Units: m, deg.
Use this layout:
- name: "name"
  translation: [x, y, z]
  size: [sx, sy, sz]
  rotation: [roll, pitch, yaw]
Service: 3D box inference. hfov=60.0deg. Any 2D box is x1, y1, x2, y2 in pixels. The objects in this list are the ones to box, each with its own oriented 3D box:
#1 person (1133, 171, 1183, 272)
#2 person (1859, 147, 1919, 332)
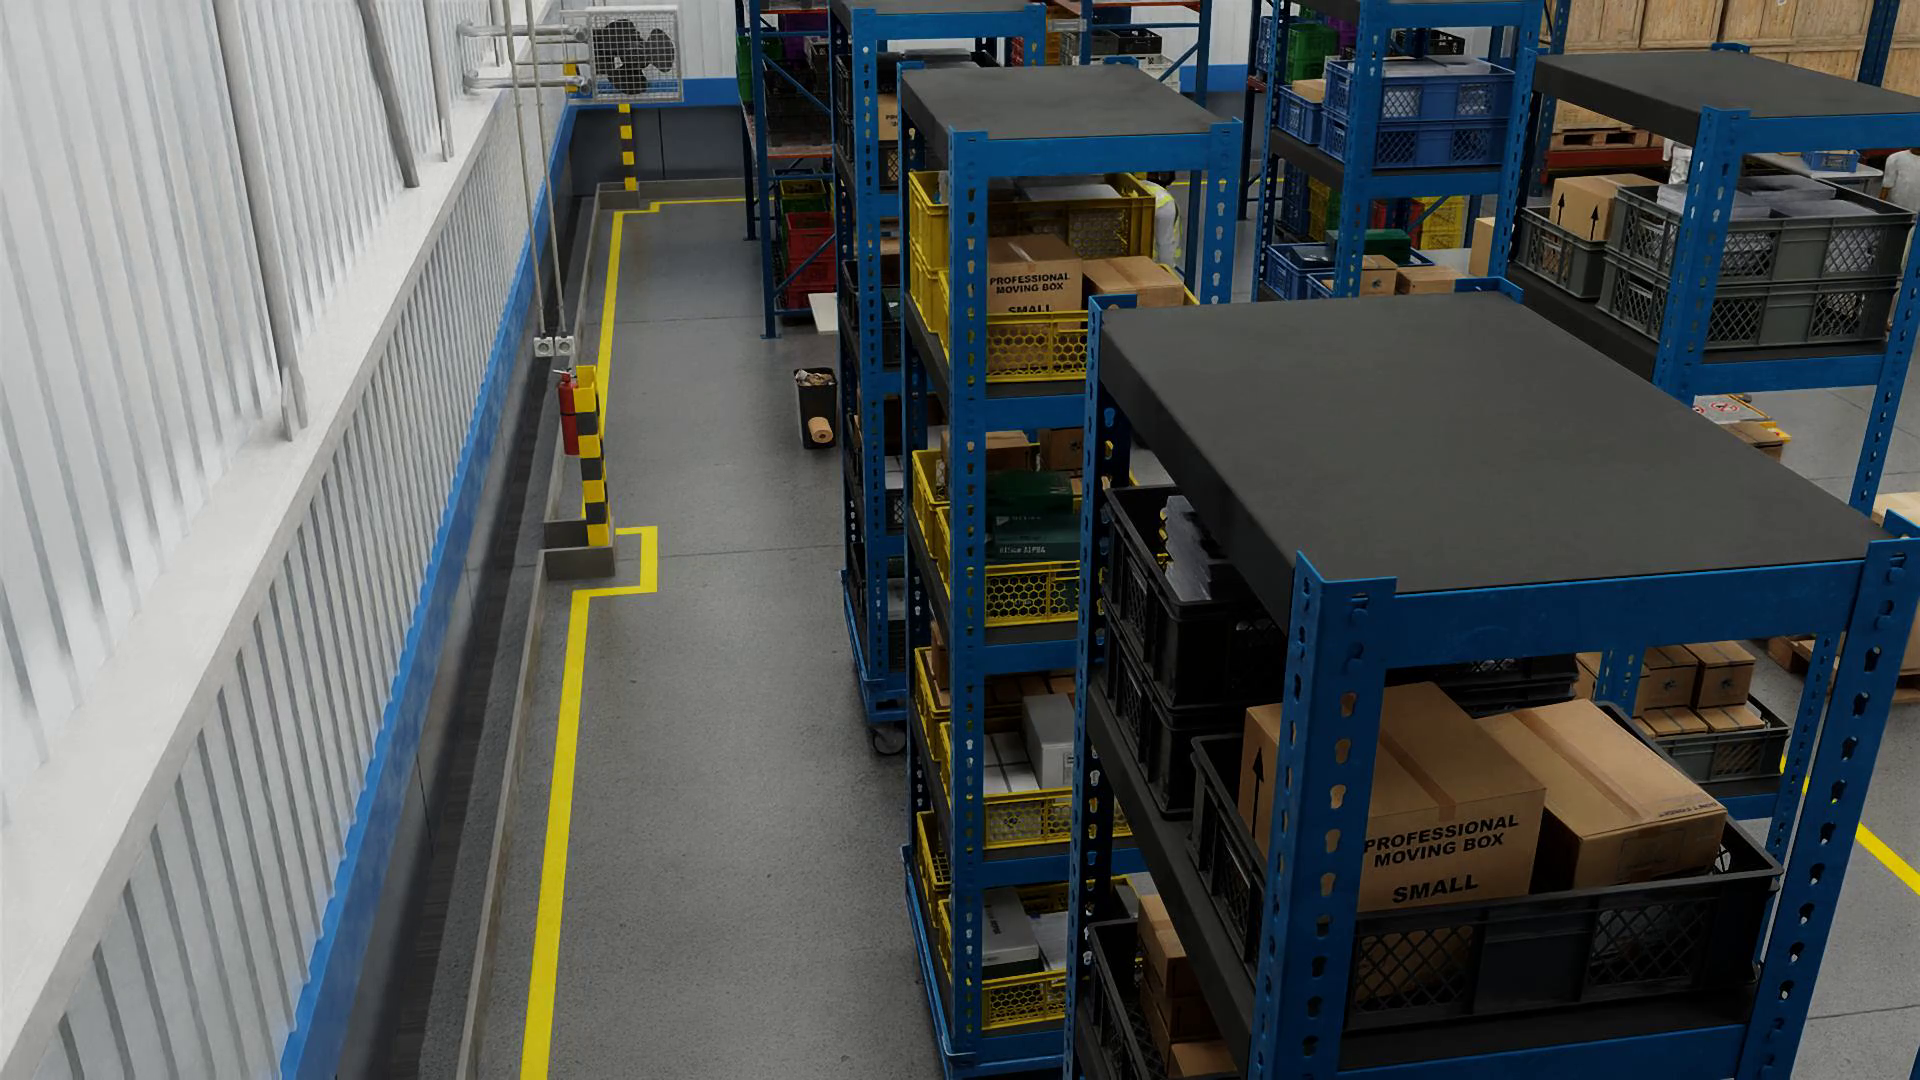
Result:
- name: "person"
  translation: [1.514, -2.132, 13.049]
  size: [0.430, 1.836, 0.629]
  rotation: [-9, 26, -19]
- name: "person"
  translation: [8.030, -2.680, 14.191]
  size: [0.520, 1.873, 0.335]
  rotation: [-4, 25, -9]
